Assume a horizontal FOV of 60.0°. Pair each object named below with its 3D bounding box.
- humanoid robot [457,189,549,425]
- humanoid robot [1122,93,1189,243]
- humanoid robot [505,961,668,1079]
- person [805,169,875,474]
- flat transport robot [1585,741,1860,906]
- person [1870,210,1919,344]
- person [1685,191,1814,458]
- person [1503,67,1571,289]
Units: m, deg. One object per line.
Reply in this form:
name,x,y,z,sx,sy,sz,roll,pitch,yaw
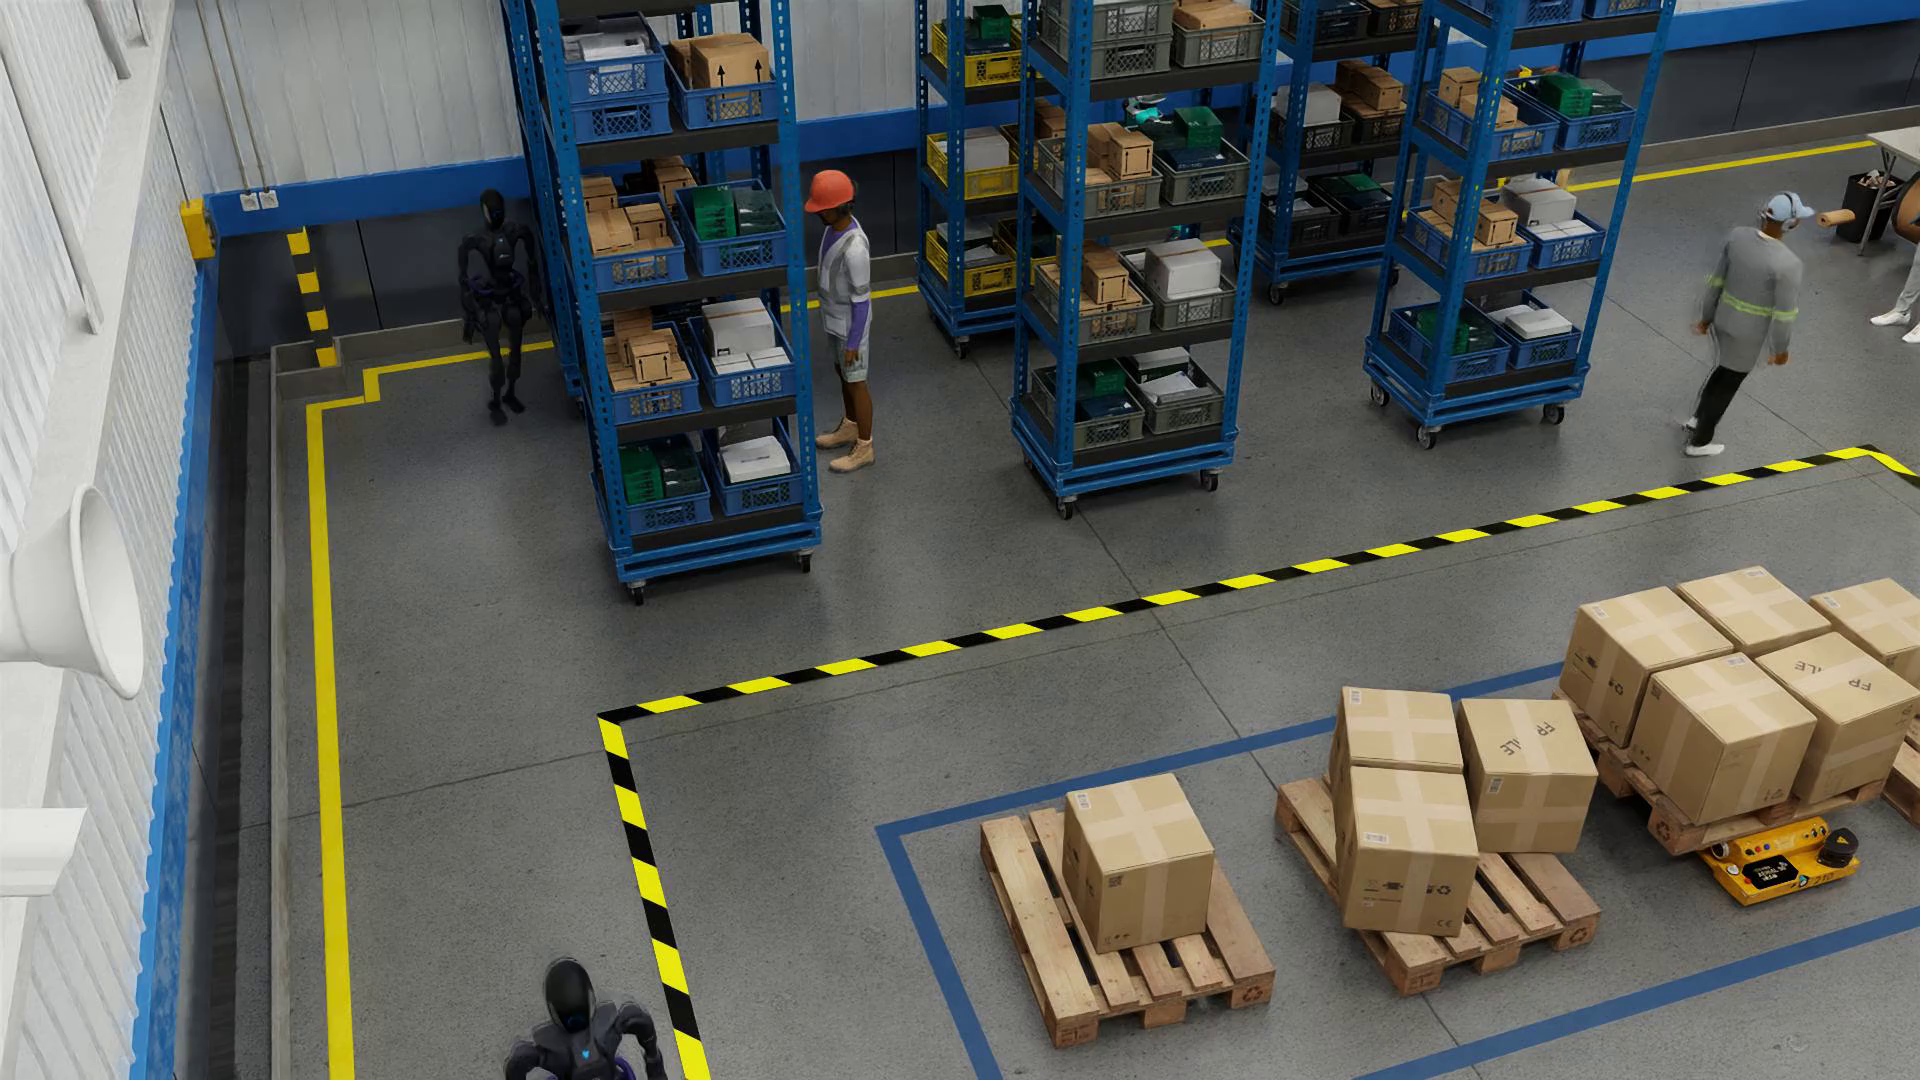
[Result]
humanoid robot,-3.057,-1.564,11.058,0.584,1.644,0.441,-24,42,-30
humanoid robot,1.553,-2.611,12.372,0.735,1.671,0.533,-11,37,-15
humanoid robot,-1.328,2.050,5.958,0.585,1.638,0.699,-17,39,-23
person,-0.746,-1.371,10.469,0.379,2.037,0.605,-11,37,-15
flat transport robot,3.738,1.188,8.347,0.652,0.197,1.431,-11,37,-15
person,7.098,-2.316,11.957,0.329,1.865,0.505,-11,37,-15
person,5.032,-1.356,10.623,0.548,1.837,0.604,-11,37,-15
person,4.224,-2.625,12.441,0.923,1.800,0.595,-25,42,-31
